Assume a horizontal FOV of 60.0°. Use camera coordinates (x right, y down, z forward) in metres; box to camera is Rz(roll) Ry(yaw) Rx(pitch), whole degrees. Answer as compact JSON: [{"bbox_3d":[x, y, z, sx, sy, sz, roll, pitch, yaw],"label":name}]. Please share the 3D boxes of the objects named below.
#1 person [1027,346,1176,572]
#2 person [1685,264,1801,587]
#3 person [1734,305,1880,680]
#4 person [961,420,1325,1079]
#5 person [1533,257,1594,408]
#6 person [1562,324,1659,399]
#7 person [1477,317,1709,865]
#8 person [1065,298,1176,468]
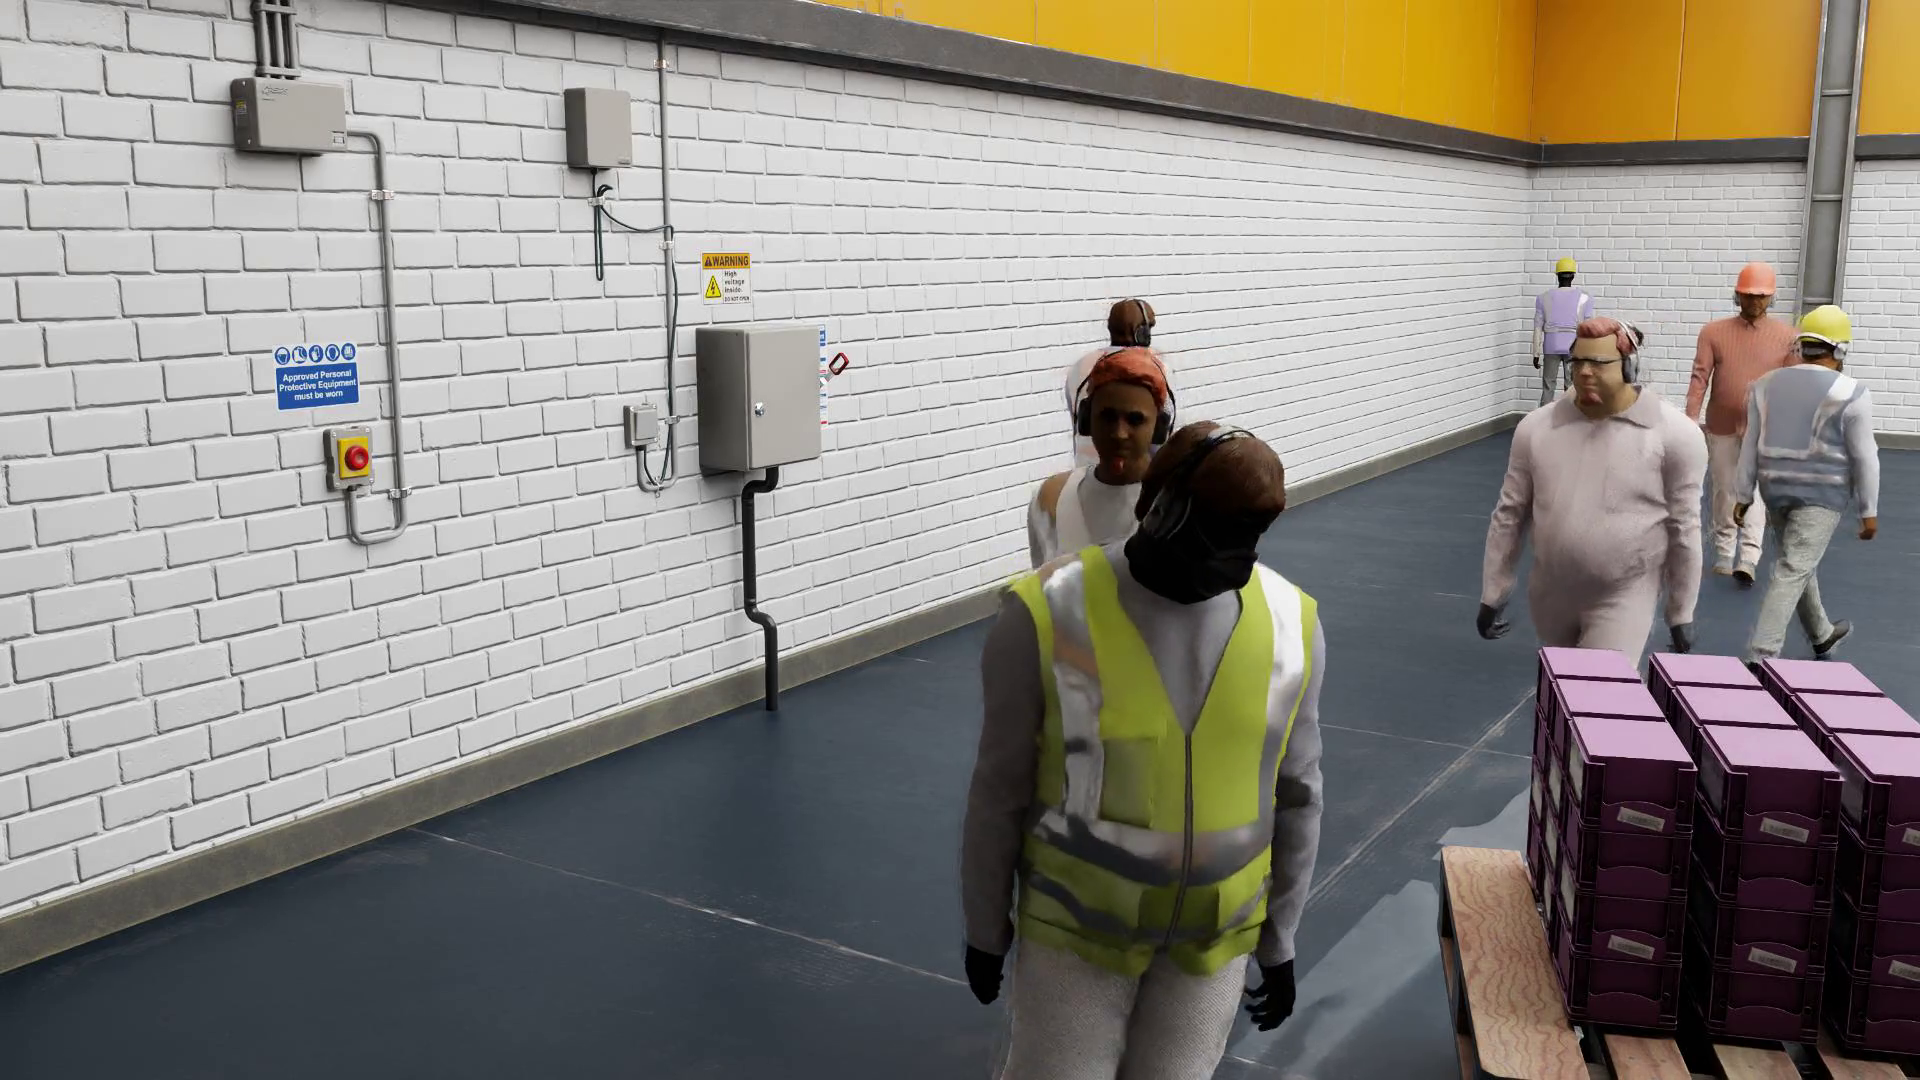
[{"bbox_3d":[0.431,0.442,4.138,0.582,1.865,0.833,6,12,28],"label":"person"},{"bbox_3d":[4.766,-0.696,10.183,0.618,1.951,0.980,6,12,32],"label":"person"},{"bbox_3d":[4.124,-0.222,7.986,0.928,1.785,0.621,-5,12,-27],"label":"person"},{"bbox_3d":[0.321,0.673,3.006,0.656,1.803,0.543,-2,10,-10],"label":"person"},{"bbox_3d":[6.325,-2.000,17.495,0.588,1.918,0.397,4,11,19],"label":"person"},{"bbox_3d":[3.249,-0.240,8.372,0.322,1.689,0.530,-9,13,-40],"label":"person"},{"bbox_3d":[2.104,0.184,5.598,1.012,1.856,0.667,-10,14,-44],"label":"person"},{"bbox_3d":[0.832,-0.261,8.133,0.629,1.826,0.567,7,13,35],"label":"person"}]
